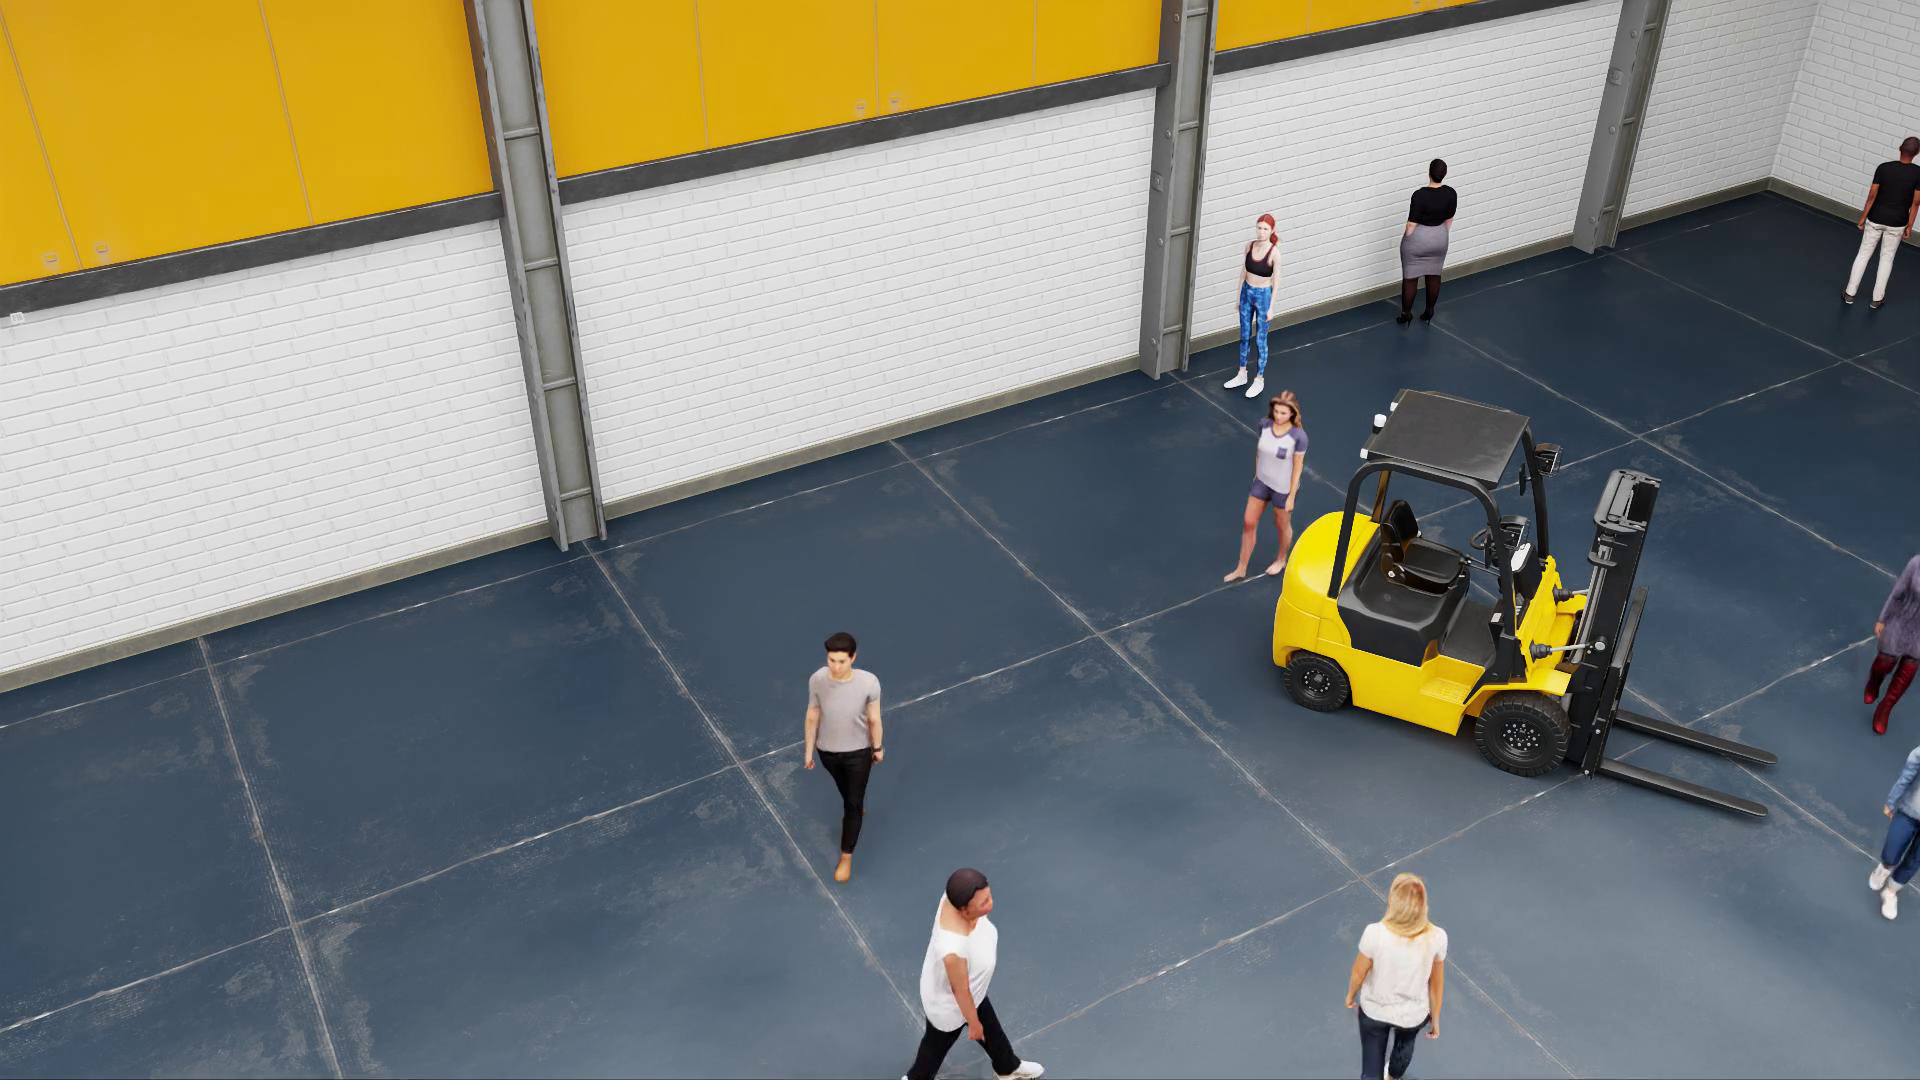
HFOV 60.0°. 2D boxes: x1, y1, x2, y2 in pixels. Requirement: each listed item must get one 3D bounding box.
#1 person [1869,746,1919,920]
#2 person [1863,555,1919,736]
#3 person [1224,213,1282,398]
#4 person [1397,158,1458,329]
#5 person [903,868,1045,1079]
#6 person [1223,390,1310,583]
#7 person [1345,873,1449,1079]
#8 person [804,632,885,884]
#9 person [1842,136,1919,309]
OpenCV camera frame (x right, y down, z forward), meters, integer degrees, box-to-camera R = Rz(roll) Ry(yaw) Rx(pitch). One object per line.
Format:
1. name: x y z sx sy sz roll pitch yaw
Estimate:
1. person: 5.846 1.634 10.092 0.701 1.472 0.749 16 37 22
2. person: 6.577 0.572 11.485 0.784 1.699 0.844 14 36 20
3. person: 2.776 -2.201 15.581 0.648 1.782 0.629 -29 43 -36
4. person: 4.710 -2.997 16.798 0.660 1.759 0.805 -7 34 -10
5. person: -0.078 2.367 8.818 1.131 1.660 1.020 4 34 5
6. person: 2.532 -0.456 13.025 0.764 1.704 0.935 28 43 36
7. person: 2.227 2.497 8.507 0.900 1.789 0.935 3 34 5
8. person: -0.699 1.240 10.489 1.041 1.688 1.104 9 35 13
9. person: 9.579 -3.292 17.203 0.759 1.804 0.764 17 37 24
